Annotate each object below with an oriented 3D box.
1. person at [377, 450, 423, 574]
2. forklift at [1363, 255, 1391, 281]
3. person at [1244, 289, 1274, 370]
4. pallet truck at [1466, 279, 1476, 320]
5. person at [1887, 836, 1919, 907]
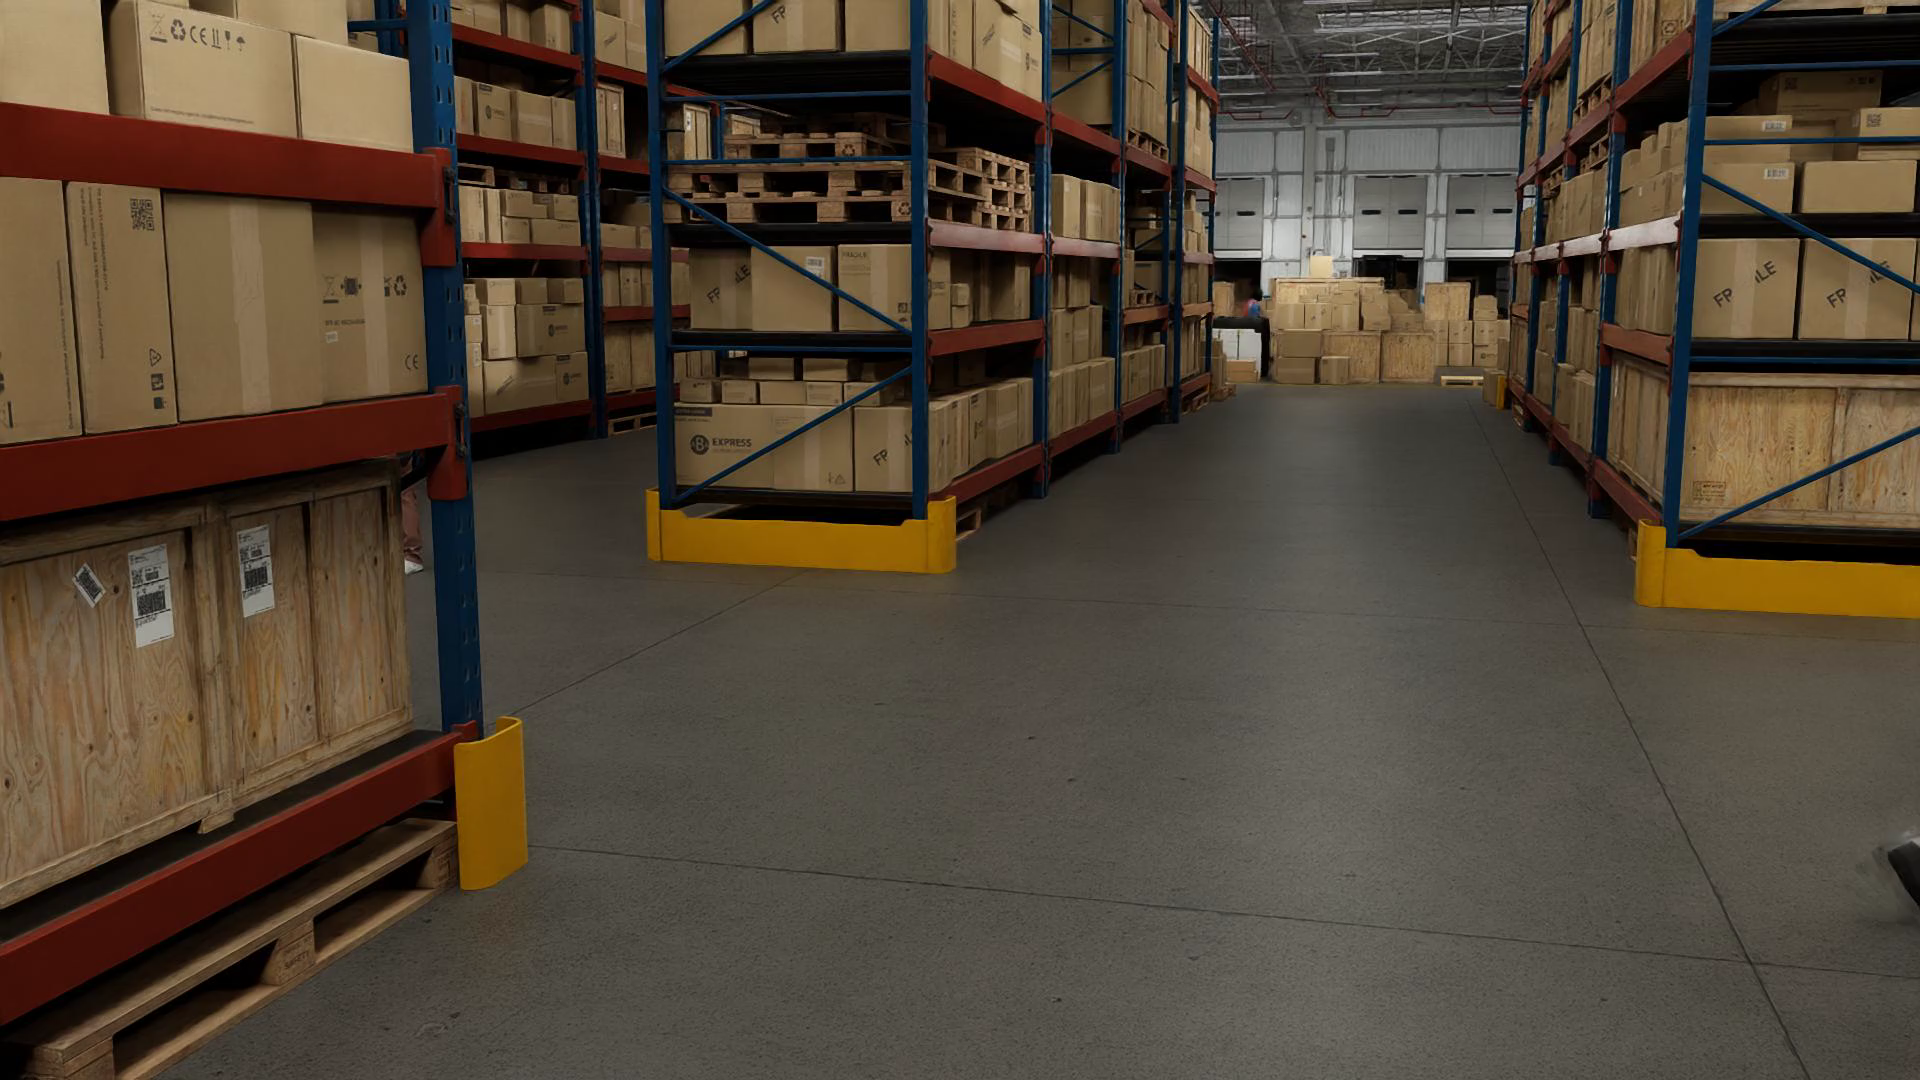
[{"bbox_3d":[-3.949,-0.701,11.358,0.636,1.899,0.401,8,12,42],"label":"person"},{"bbox_3d":[14.254,-8.372,56.961,1.129,2.768,1.873,-1,9,-5],"label":"forklift"},{"bbox_3d":[6.493,-4.602,36.492,0.970,1.781,0.630,-1,9,-6],"label":"person"},{"bbox_3d":[18.896,-8.459,60.307,1.885,1.965,0.823,5,10,31],"label":"pallet truck"},{"bbox_3d":[3.324,0.354,4.920,0.864,1.817,0.579,2,9,15],"label":"person"}]
